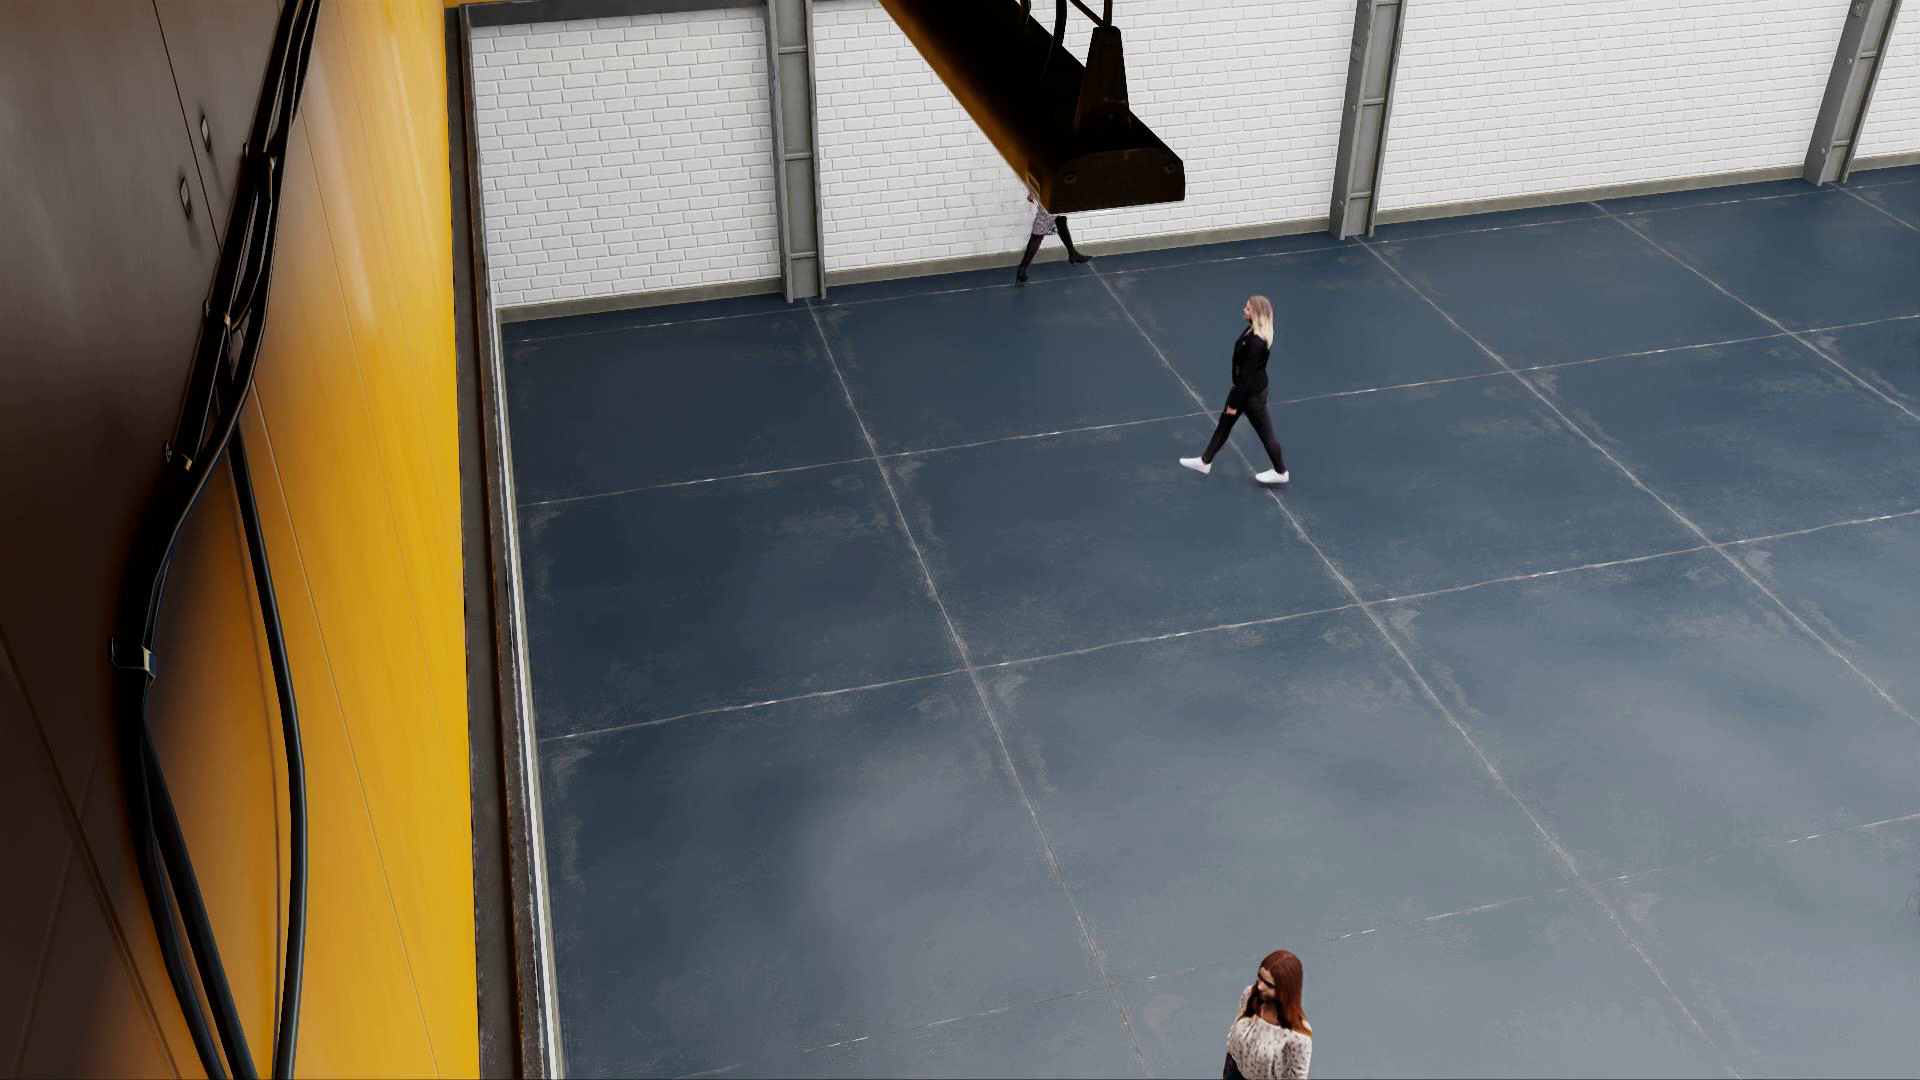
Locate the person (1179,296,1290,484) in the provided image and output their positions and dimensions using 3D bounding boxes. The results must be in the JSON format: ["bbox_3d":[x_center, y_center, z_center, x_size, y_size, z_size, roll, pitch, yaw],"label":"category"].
[{"bbox_3d":[2.410,-1.130,13.221,1.214,1.636,0.942,6,34,9],"label":"person"}]

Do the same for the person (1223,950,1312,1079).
[{"bbox_3d":[1.388,2.518,7.648,0.633,1.729,0.644,-24,40,-31],"label":"person"}]
